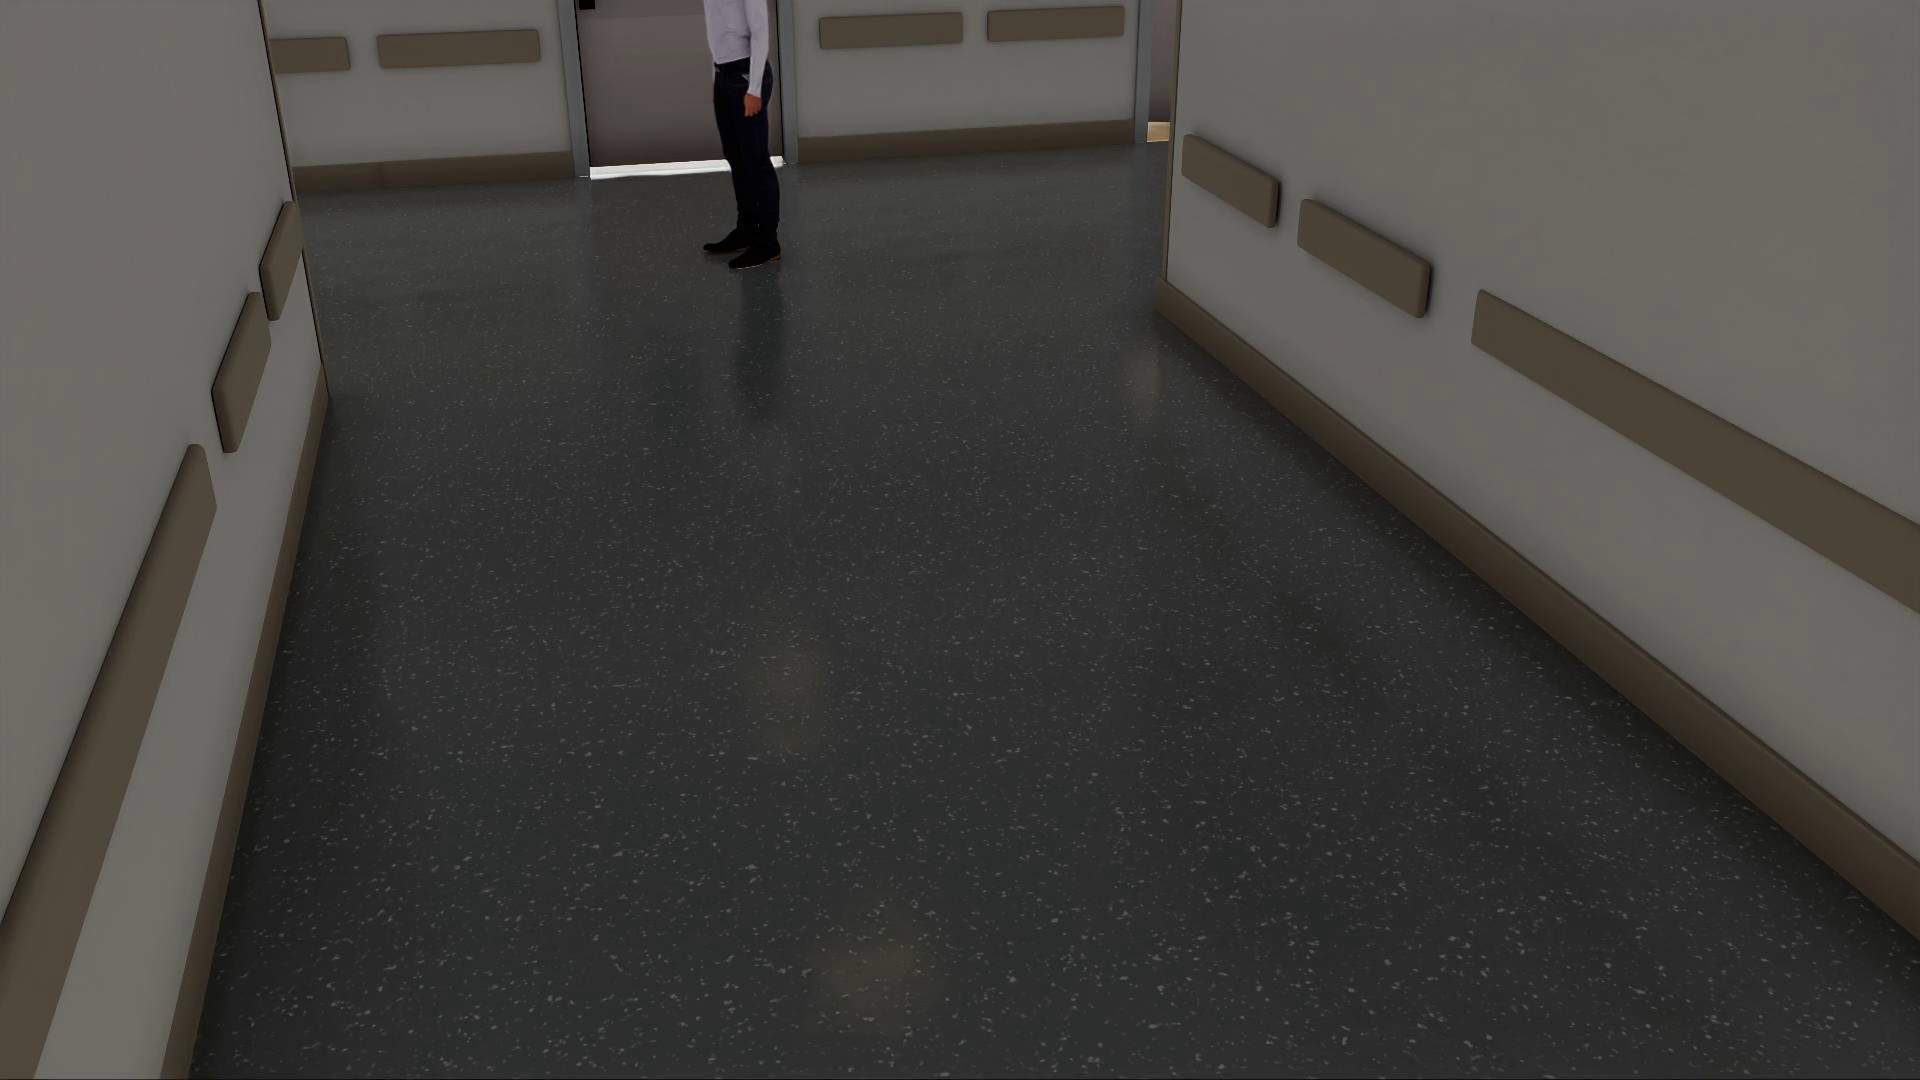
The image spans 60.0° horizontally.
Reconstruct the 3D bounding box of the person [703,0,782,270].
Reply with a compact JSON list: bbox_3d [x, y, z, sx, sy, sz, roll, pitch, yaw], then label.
[{"bbox_3d":[-1.104,-2.346,8.430,0.650,1.868,0.677,-14,29,-27],"label":"person"}]
